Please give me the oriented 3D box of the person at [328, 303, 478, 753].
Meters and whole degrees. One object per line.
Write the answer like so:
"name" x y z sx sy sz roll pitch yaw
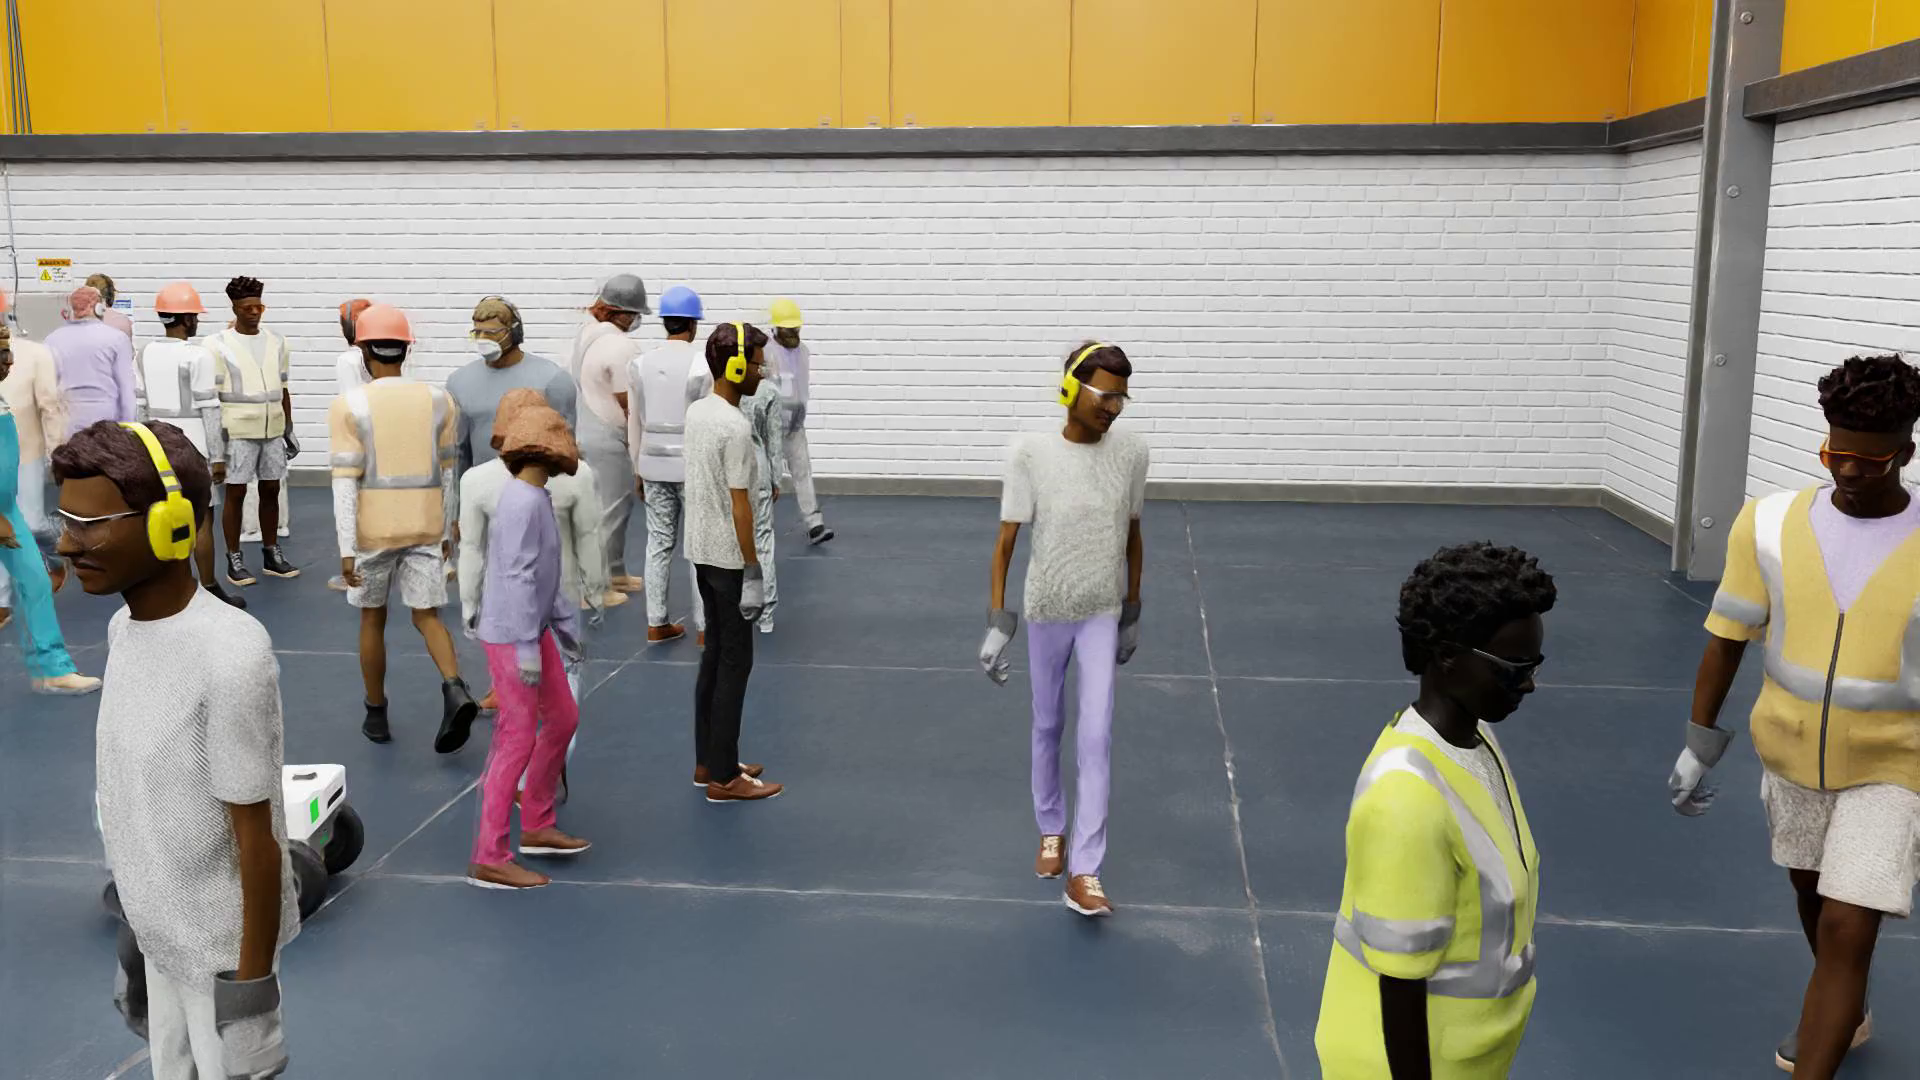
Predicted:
"person" -2.355 -0.039 7.011 0.547 1.906 0.785 -7 12 -34

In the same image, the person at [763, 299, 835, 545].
"person" -1.275 -0.837 11.958 0.966 1.772 0.615 9 13 41

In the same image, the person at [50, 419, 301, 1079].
"person" -1.292 0.720 2.815 0.511 1.862 0.324 9 13 42

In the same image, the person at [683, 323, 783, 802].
"person" -0.885 0.092 6.426 0.346 1.855 0.533 -5 11 -29

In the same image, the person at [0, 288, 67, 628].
"person" -5.461 -0.512 9.559 0.636 1.964 0.752 -2 10 -11

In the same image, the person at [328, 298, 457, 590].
"person" -3.522 -0.558 10.201 0.940 1.848 0.581 4 11 24

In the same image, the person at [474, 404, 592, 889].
"person" -1.473 0.345 5.673 0.410 1.610 0.530 -1 10 -5

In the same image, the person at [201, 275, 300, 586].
"person" -4.527 -0.704 10.653 0.367 1.964 0.609 7 12 35

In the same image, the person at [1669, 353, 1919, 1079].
"person" 2.088 0.507 3.948 1.048 1.898 0.661 -9 14 -43

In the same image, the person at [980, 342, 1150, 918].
"person" 0.344 0.288 5.368 0.568 1.823 0.886 0 10 -2

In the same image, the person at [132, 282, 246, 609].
"person" -4.517 -0.527 9.721 0.547 1.938 0.379 3 10 18

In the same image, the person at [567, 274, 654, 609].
"person" -2.026 -0.614 9.925 0.677 2.000 0.713 -6 12 -32

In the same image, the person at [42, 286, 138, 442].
"person" -5.879 -0.798 11.454 0.661 1.870 0.792 0 10 2

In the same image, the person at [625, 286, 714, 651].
"person" -1.475 -0.376 8.872 0.622 1.936 0.423 4 11 19

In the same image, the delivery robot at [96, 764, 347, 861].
"delivery robot" -2.388 0.872 5.400 0.707 0.478 0.477 -1 10 -4

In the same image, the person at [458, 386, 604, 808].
"person" -1.602 0.243 6.227 0.536 1.616 0.471 -2 10 -14

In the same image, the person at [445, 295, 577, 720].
"person" -2.033 -0.143 7.562 0.636 1.930 0.371 2 10 10

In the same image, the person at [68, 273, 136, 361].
"person" -6.959 -1.203 13.593 0.629 1.940 0.373 3 10 16

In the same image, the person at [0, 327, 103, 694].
"person" -4.663 -0.123 7.839 0.965 1.807 0.511 0 10 1

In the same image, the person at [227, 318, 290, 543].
"person" -5.138 -0.795 12.118 0.310 1.636 0.522 6 11 30

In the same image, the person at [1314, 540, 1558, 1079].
"person" 0.738 0.833 2.641 0.322 1.692 0.532 5 11 25
